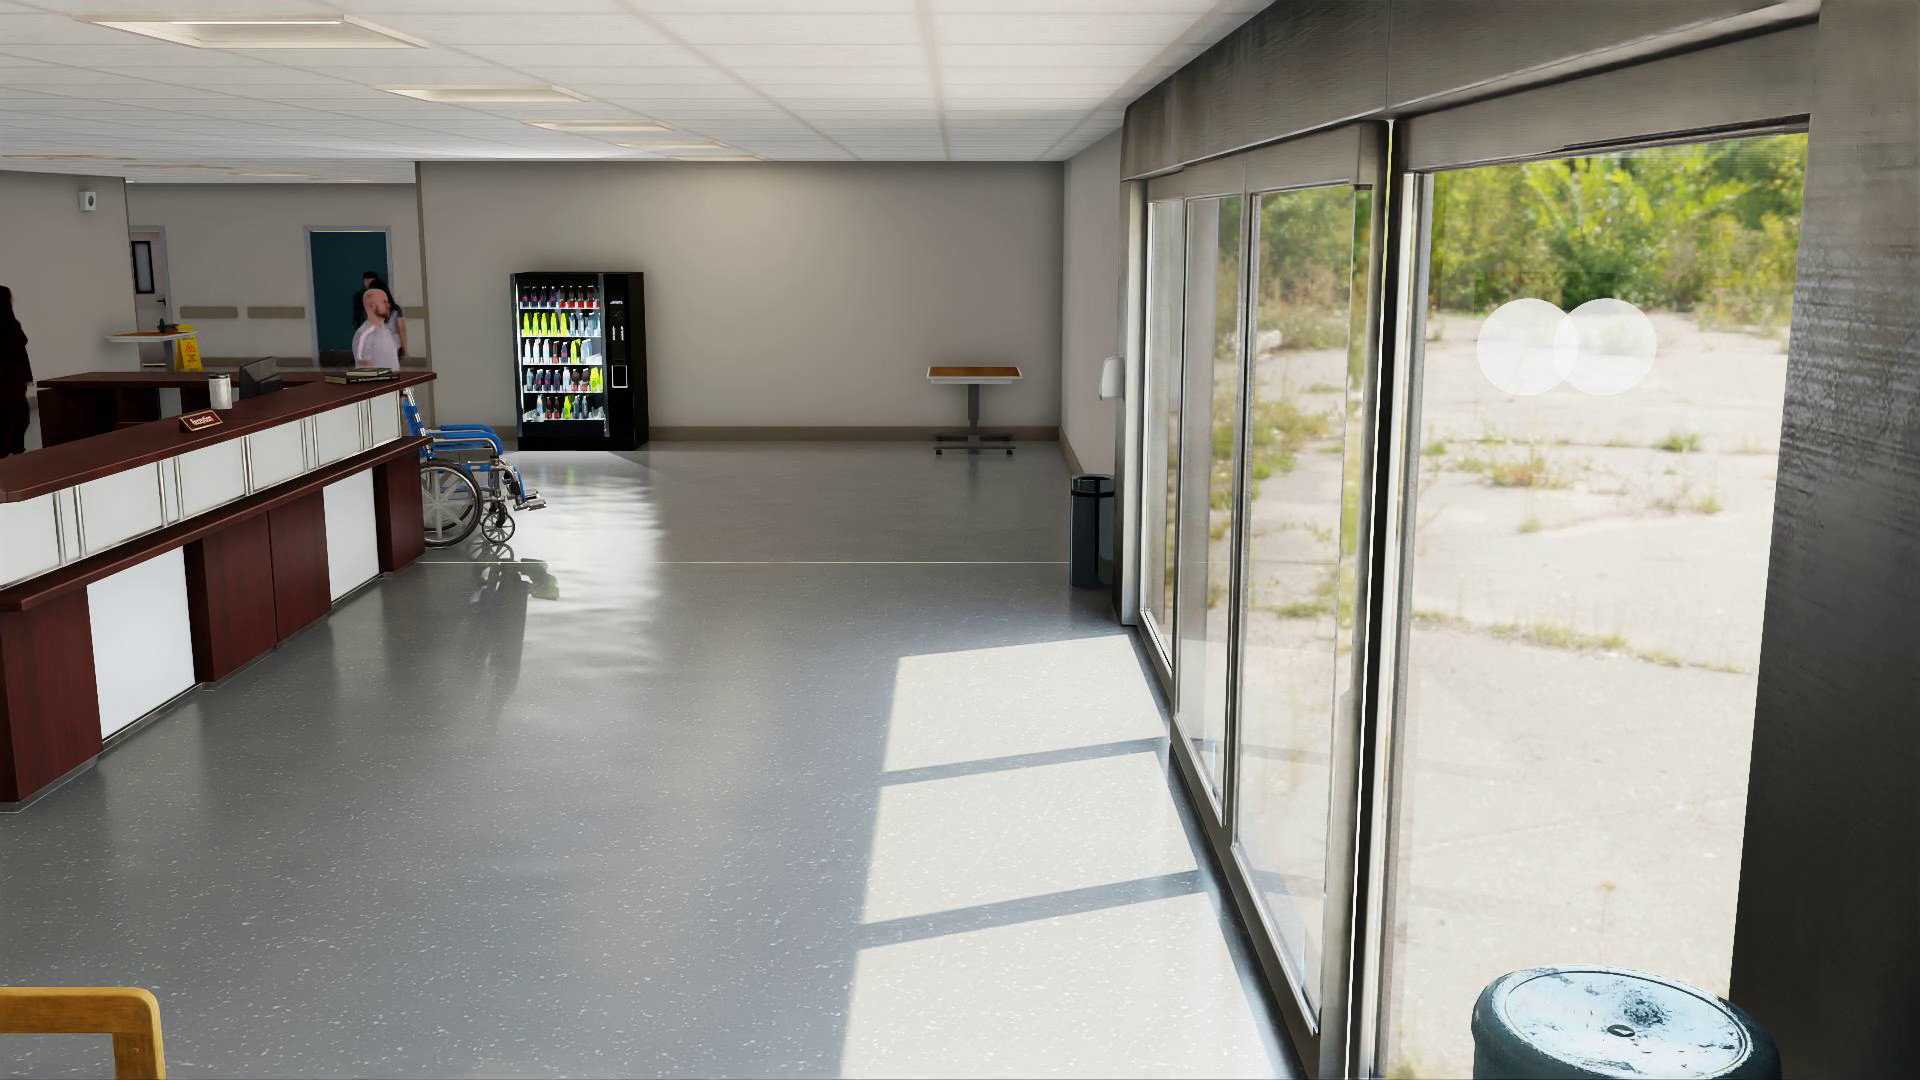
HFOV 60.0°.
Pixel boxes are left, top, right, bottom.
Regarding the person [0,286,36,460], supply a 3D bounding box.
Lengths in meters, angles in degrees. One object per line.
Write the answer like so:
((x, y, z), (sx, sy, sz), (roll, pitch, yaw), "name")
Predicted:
((-9.200, -1.530, 15.871), (0.883, 1.740, 0.935), (6, 12, 30), "person")

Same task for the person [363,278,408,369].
((-6.879, -2.272, 19.992), (1.058, 1.661, 0.920), (-3, 11, -13), "person")

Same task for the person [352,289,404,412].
((-4.728, -1.091, 13.342), (0.797, 1.820, 0.645), (0, 11, 2), "person")

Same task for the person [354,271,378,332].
((-8.433, -3.038, 24.045), (0.795, 1.655, 0.869), (-2, 11, -9), "person")
